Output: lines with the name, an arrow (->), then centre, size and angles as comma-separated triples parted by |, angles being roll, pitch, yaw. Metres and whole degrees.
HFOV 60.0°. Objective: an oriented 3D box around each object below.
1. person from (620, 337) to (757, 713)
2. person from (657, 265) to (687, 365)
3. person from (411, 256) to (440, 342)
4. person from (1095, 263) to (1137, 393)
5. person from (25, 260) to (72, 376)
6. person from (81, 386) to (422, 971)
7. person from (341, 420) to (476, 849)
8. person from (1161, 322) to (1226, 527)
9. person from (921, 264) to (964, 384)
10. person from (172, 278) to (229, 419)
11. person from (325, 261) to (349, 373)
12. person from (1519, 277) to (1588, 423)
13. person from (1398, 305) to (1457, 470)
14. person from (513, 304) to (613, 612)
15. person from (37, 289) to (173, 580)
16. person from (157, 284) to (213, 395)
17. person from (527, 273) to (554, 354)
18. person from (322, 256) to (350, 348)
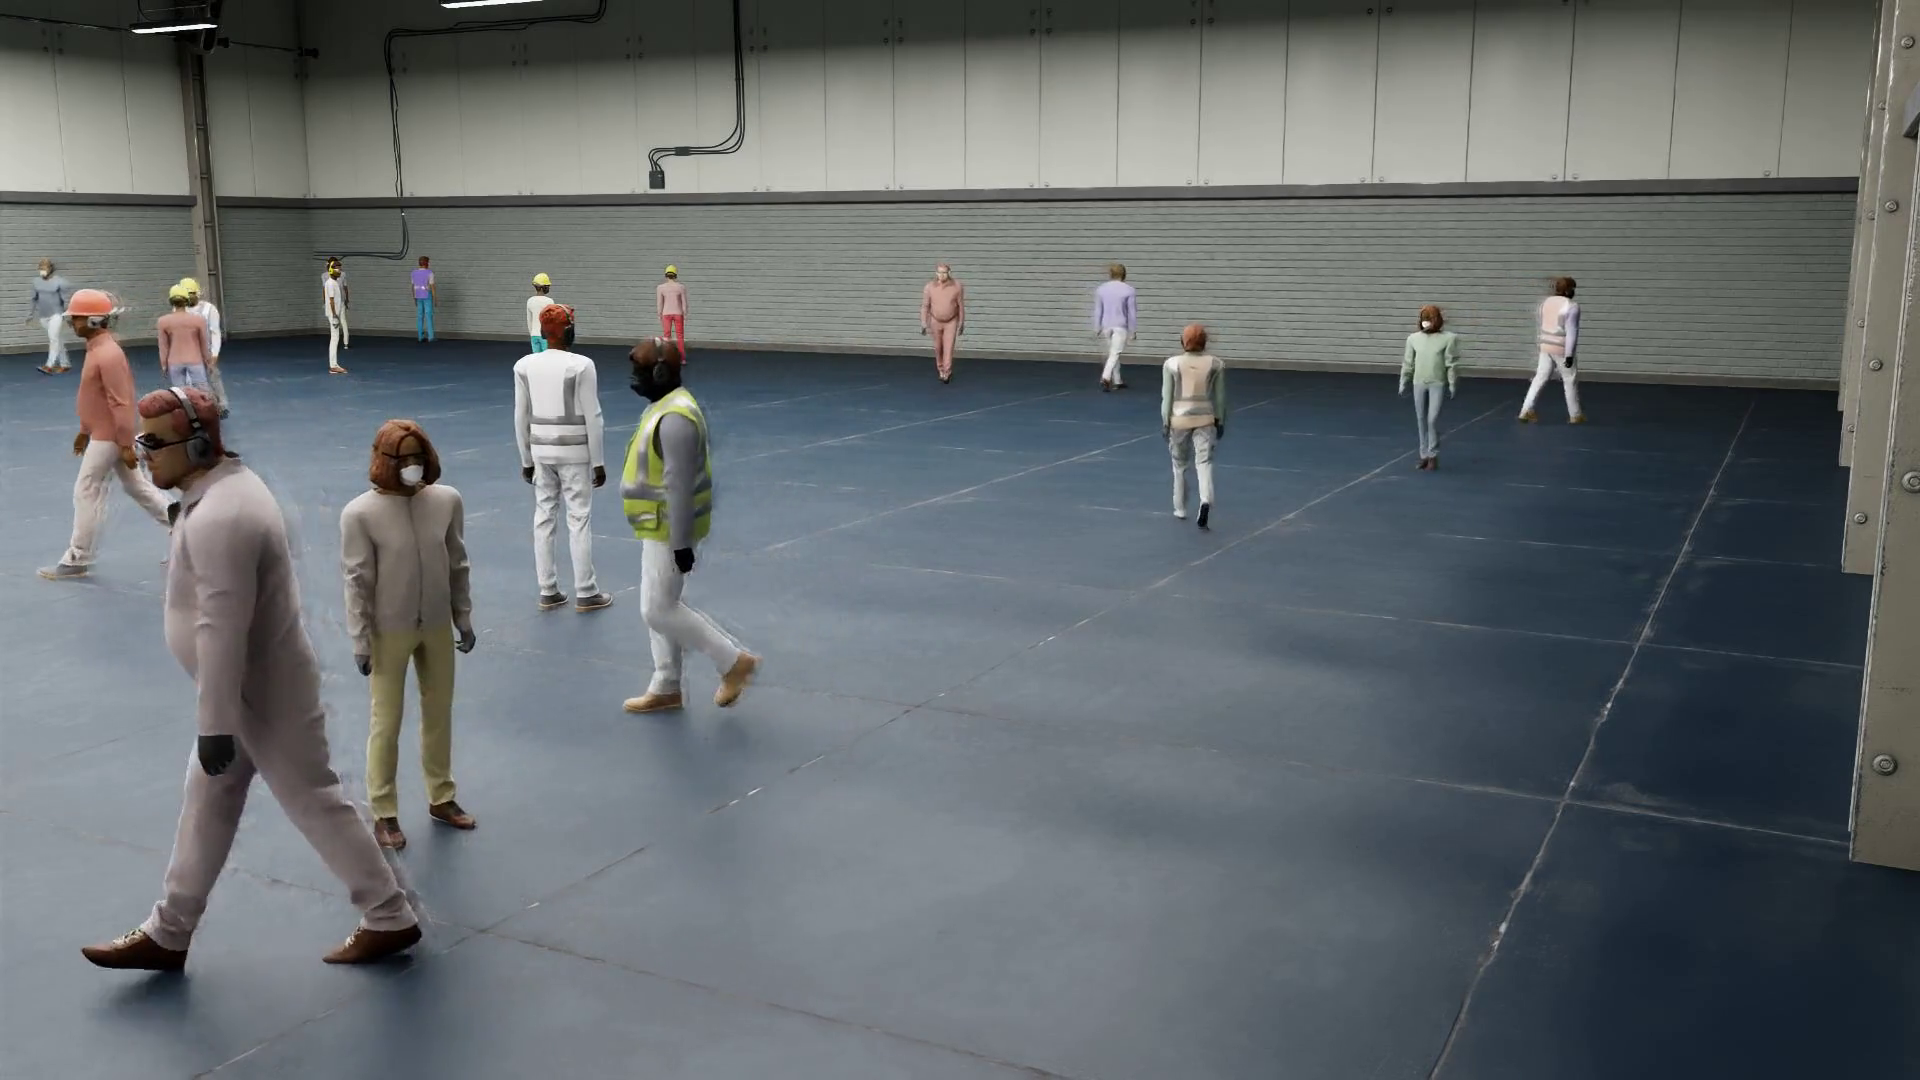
person -> -1.334, -0.052, 7.925 | 0.547, 1.830, 0.637 | -2, 11, -13
person -> -5.085, -3.960, 29.385 | 0.526, 1.768, 0.331 | -2, 11, -9
person -> -11.567, -5.194, 35.896 | 0.565, 1.845, 0.387 | 4, 11, 20
person -> 2.263, -3.116, 24.445 | 0.641, 1.905, 0.964 | 7, 13, 35
person -> -15.032, -3.657, 27.408 | 0.655, 1.884, 1.021 | 2, 11, 10
person -> -2.195, 0.457, 5.084 | 1.014, 1.854, 0.674 | -5, 11, -24
person -> -2.077, 0.348, 6.297 | 0.298, 1.623, 0.506 | 9, 14, 42
person -> 1.864, -0.920, 13.233 | 0.523, 1.610, 0.745 | 0, 10, 0
person -> -0.272, -3.412, 26.154 | 0.659, 1.861, 0.995 | 1, 10, 5
person -> -9.380, -2.334, 20.526 | 0.611, 1.785, 0.935 | 0, 10, -1
person -> -10.476, -3.737, 27.903 | 0.315, 1.864, 0.526 | -3, 11, -18
person -> 7.278, -2.308, 20.304 | 0.953, 1.803, 0.657 | -5, 11, -24
person -> 4.560, -1.487, 16.292 | 0.539, 1.615, 0.526 | 8, 13, 36
person -> -2.430, -0.494, 10.171 | 0.572, 1.883, 0.358 | 4, 11, 19
person -> -5.725, -0.728, 11.292 | 1.028, 1.955, 0.604 | -5, 12, -27
person -> -8.620, -1.962, 18.507 | 0.542, 1.755, 0.460 | -3, 11, -17
person -> -5.799, -2.823, 23.188 | 0.524, 1.769, 0.308 | 6, 12, 31
person -> -12.666, -4.814, 33.772 | 0.509, 1.868, 0.329 | -5, 12, -28
